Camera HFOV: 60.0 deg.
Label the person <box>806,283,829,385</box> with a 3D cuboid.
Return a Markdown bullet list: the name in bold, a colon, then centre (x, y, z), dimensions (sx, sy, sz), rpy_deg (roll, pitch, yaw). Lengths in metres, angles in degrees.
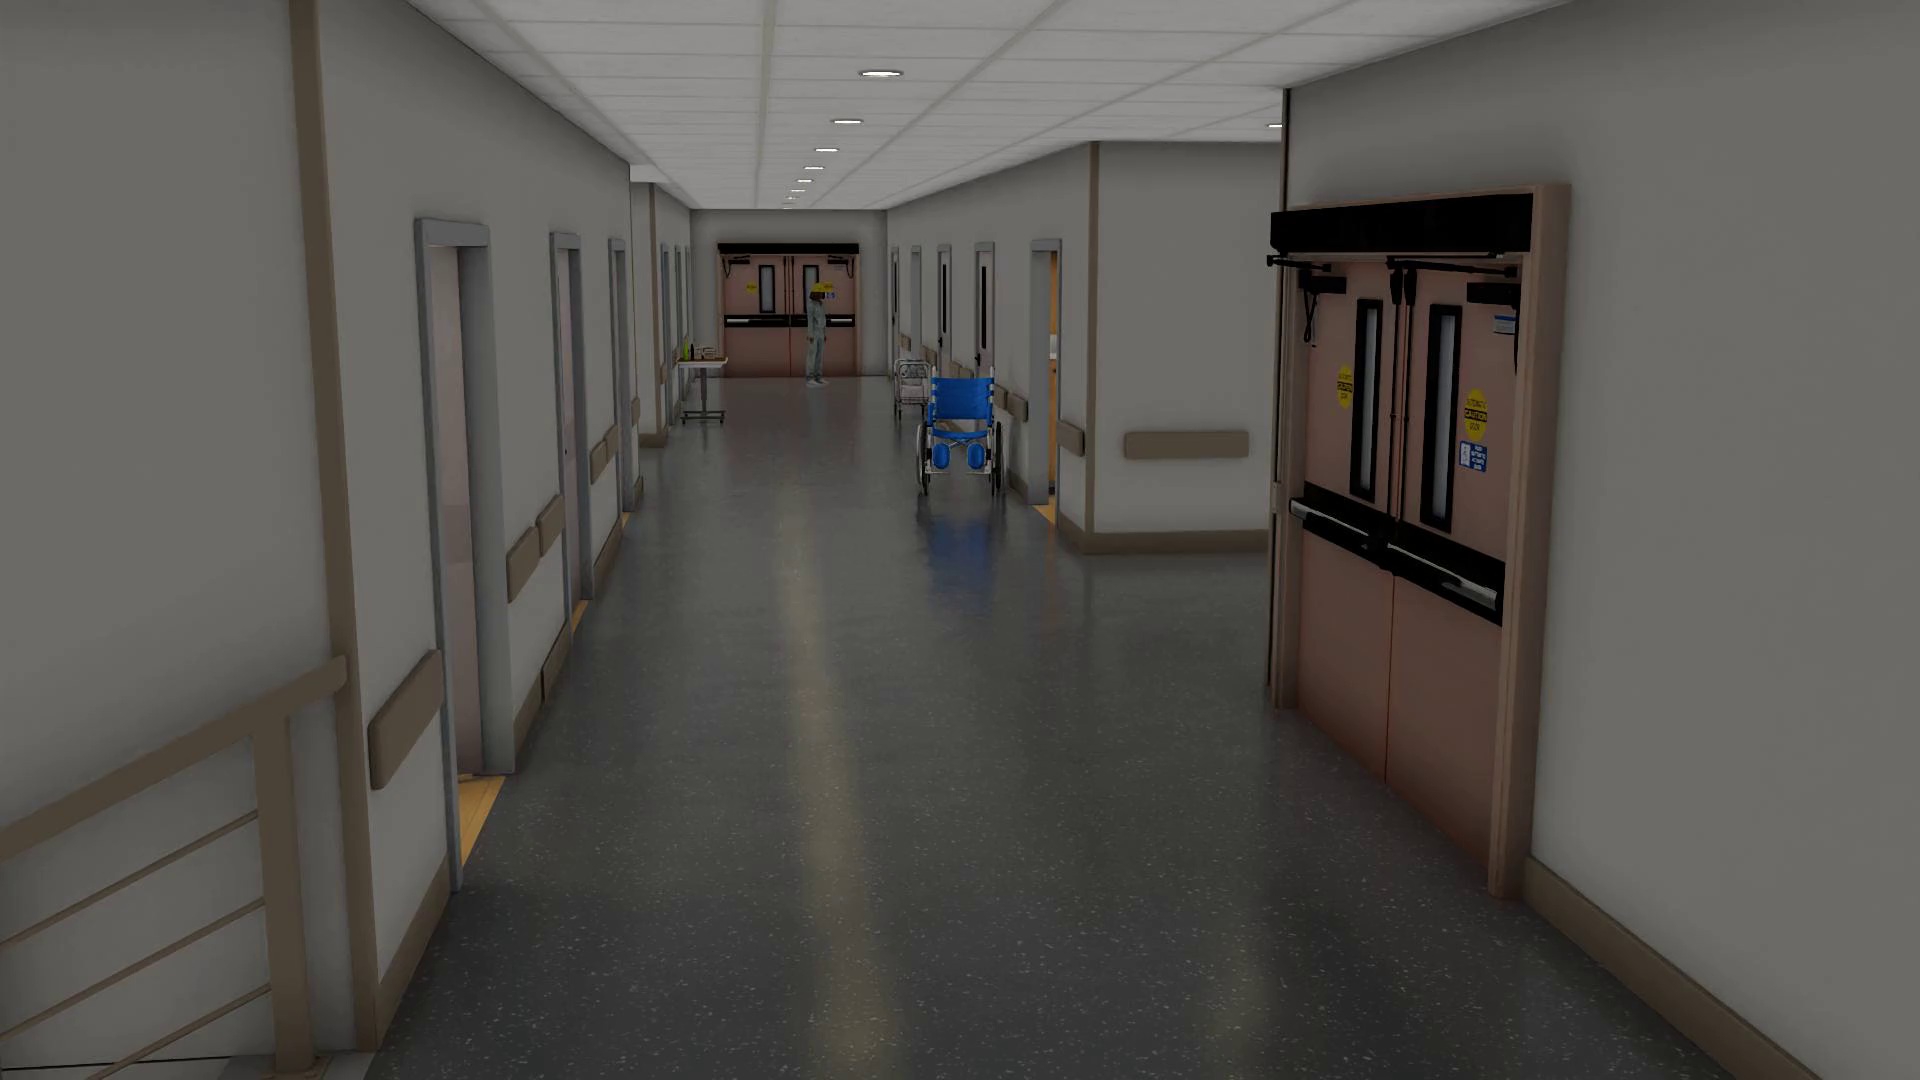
- **person**: centre (-2.427, -3.507, 28.351), dimensions (0.348, 1.735, 0.485), rpy_deg (5, 11, 28)
